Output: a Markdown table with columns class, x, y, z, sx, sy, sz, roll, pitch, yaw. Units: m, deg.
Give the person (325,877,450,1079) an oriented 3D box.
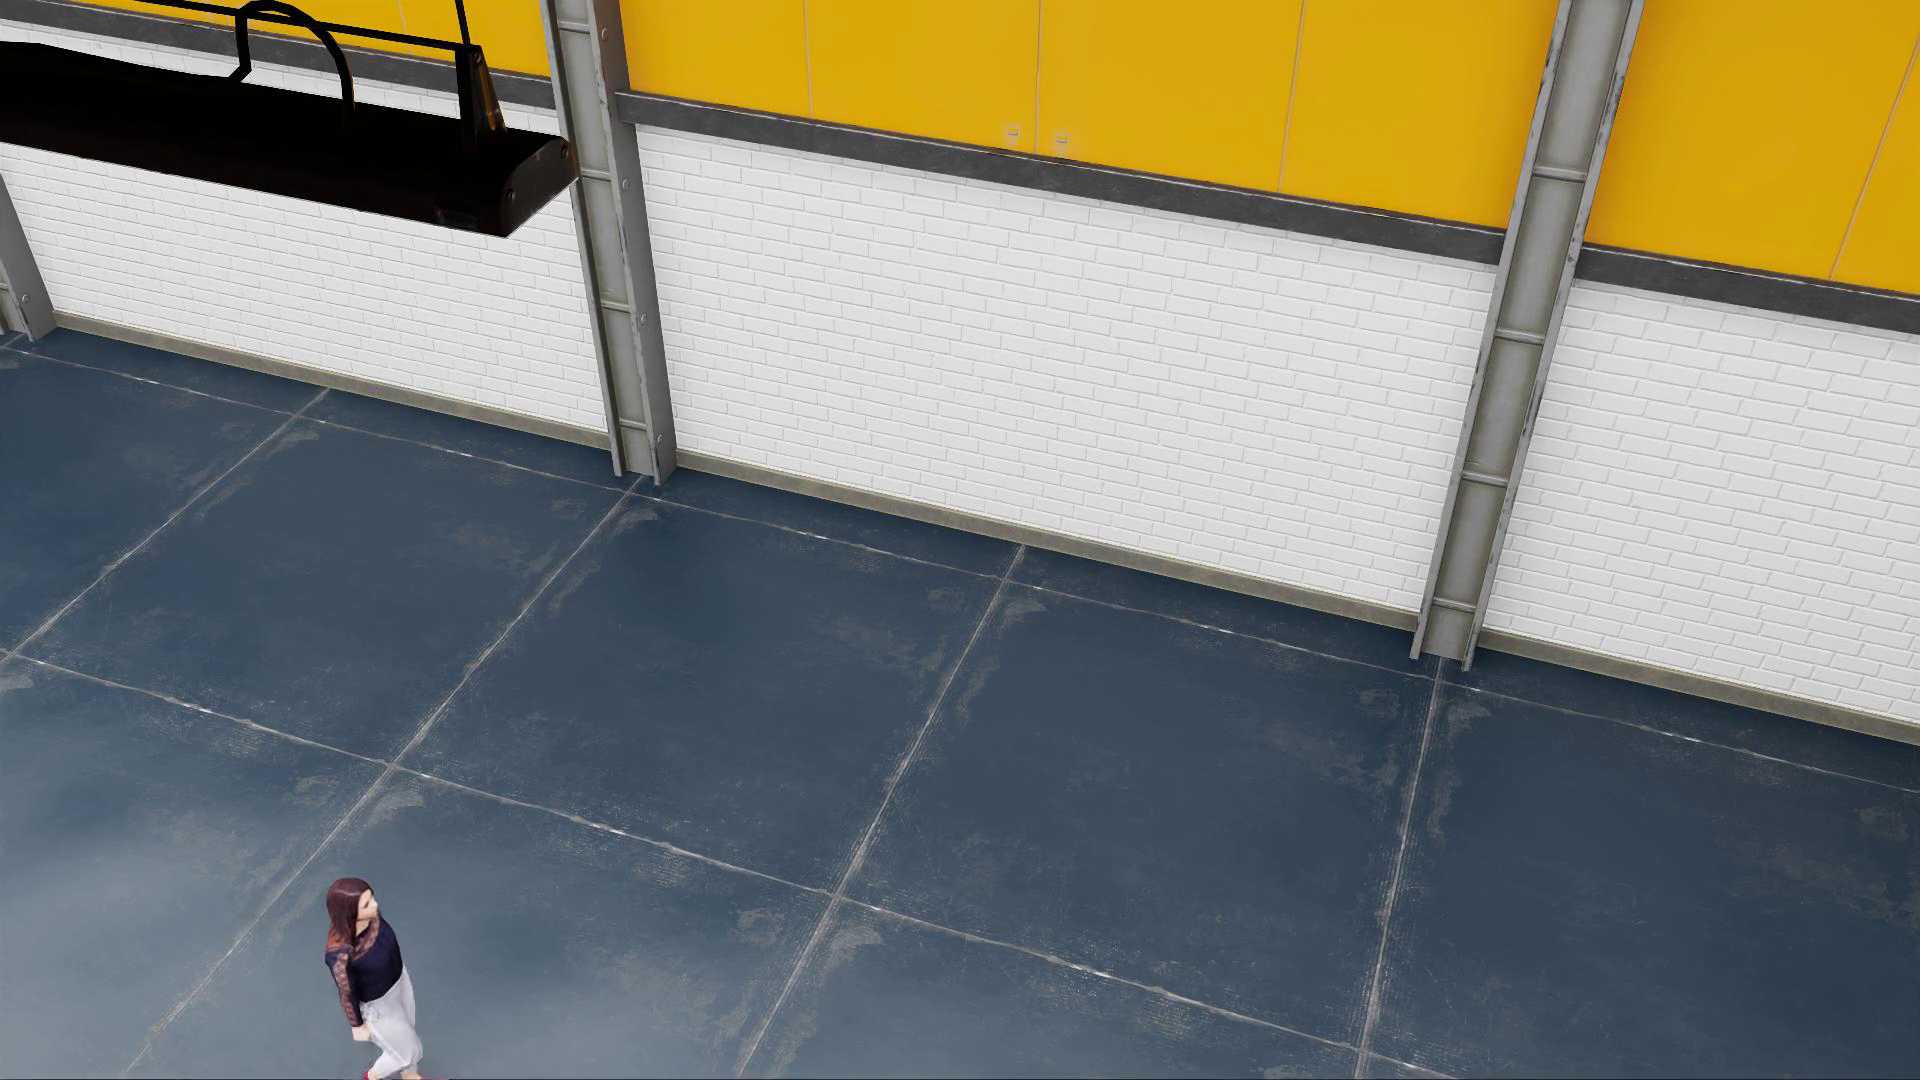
| class | x | y | z | sx | sy | sz | roll | pitch | yaw |
| --- | --- | --- | --- | --- | --- | --- | --- | --- | --- |
| person | -2.848 | 2.205 | 8.028 | 0.727 | 1.600 | 0.704 | 2 | 39 | 3 |
